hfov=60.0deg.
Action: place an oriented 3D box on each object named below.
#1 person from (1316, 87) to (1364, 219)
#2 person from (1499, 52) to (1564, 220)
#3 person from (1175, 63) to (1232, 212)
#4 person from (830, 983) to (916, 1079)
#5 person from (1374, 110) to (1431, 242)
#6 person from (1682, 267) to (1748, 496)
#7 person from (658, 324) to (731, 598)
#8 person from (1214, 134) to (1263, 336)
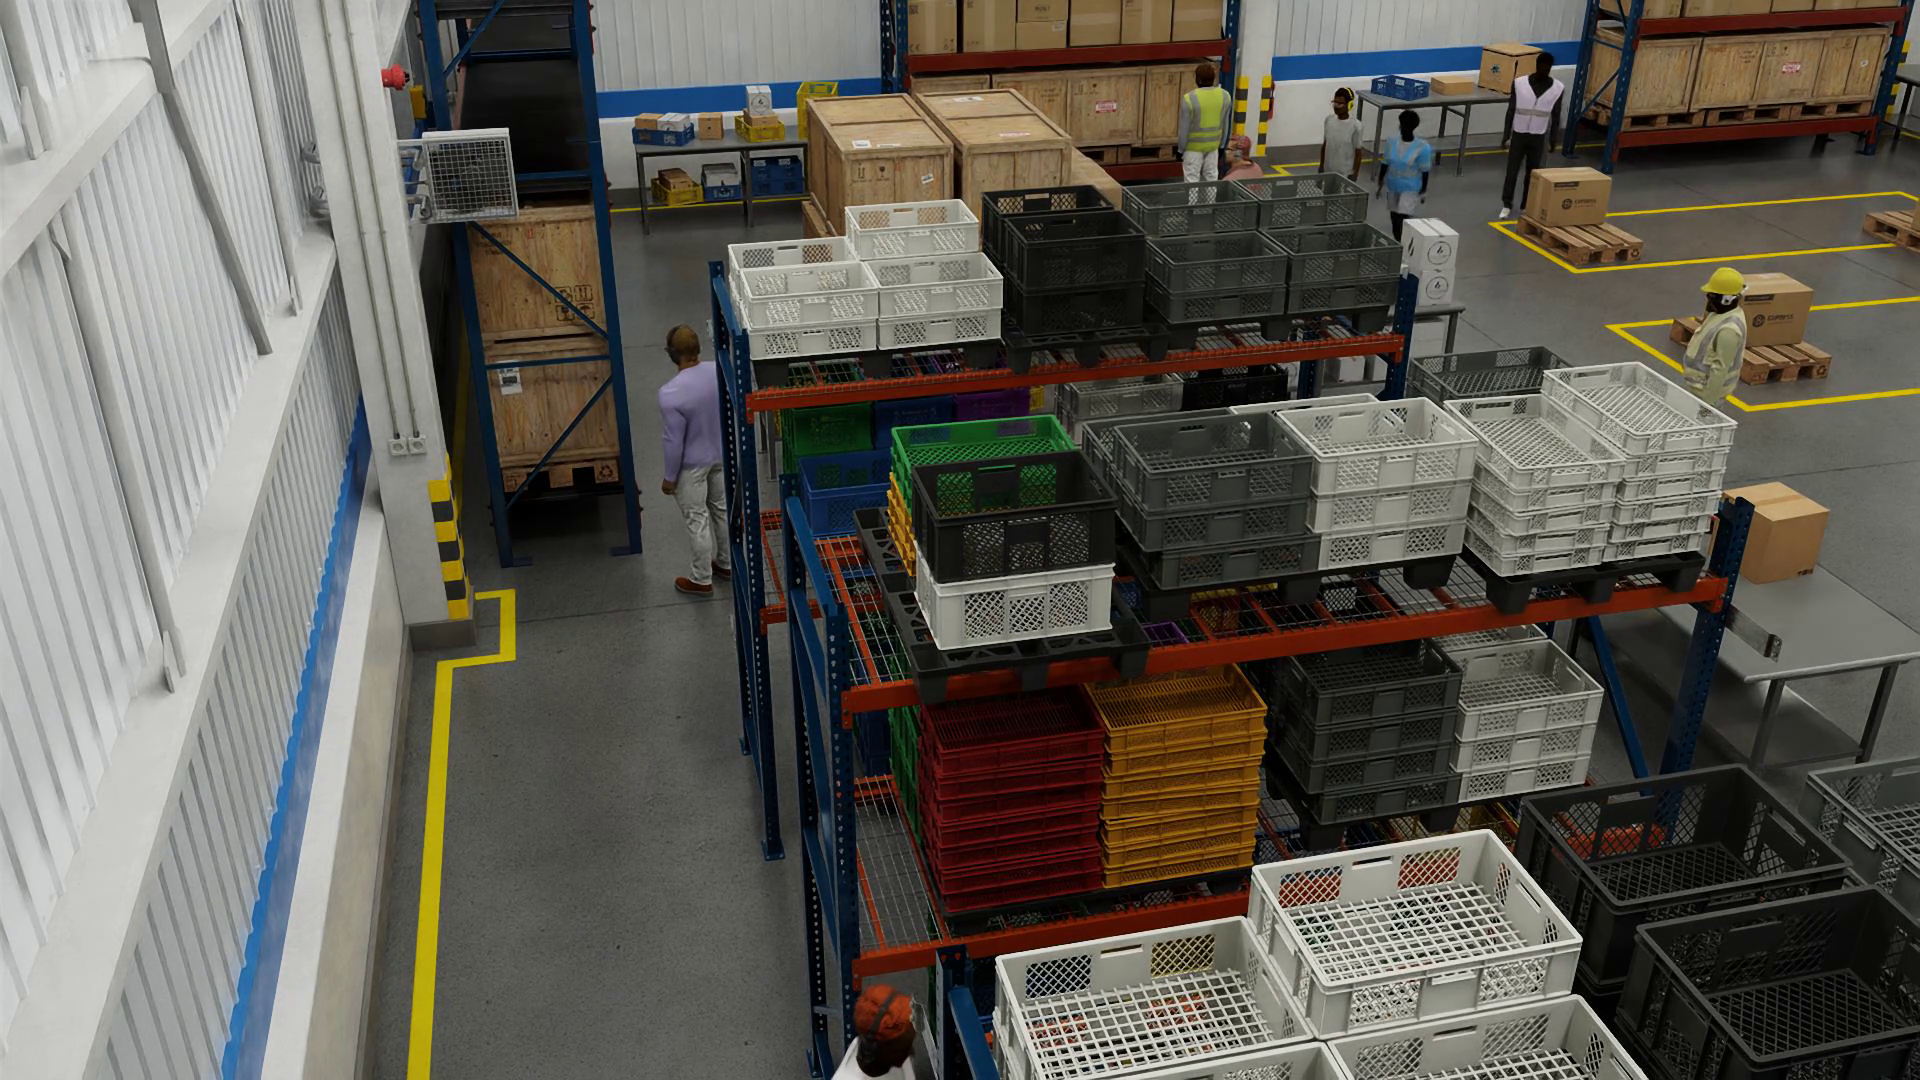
[{"bbox_3d":[3.999,-3.860,17.642,0.332,1.867,0.514,-23,35,-36],"label":"person"},{"bbox_3d":[6.553,-4.651,19.109,0.607,1.904,0.455,5,28,9],"label":"person"},{"bbox_3d":[2.713,-4.439,18.768,0.636,1.840,0.429,-11,30,-20],"label":"person"},{"bbox_3d":[-0.290,2.321,5.892,0.353,1.887,0.572,9,29,16],"label":"person"},{"bbox_3d":[4.626,-3.689,17.520,0.583,1.677,0.537,-22,35,-36],"label":"person"},{"bbox_3d":[5.668,-1.184,12.612,0.403,1.823,0.595,9,29,17],"label":"person"},{"bbox_3d":[-1.783,-0.533,11.260,0.371,1.934,0.627,17,32,29],"label":"person"},{"bbox_3d":[2.577,-2.893,15.766,0.408,1.905,0.654,17,32,28],"label":"person"}]
